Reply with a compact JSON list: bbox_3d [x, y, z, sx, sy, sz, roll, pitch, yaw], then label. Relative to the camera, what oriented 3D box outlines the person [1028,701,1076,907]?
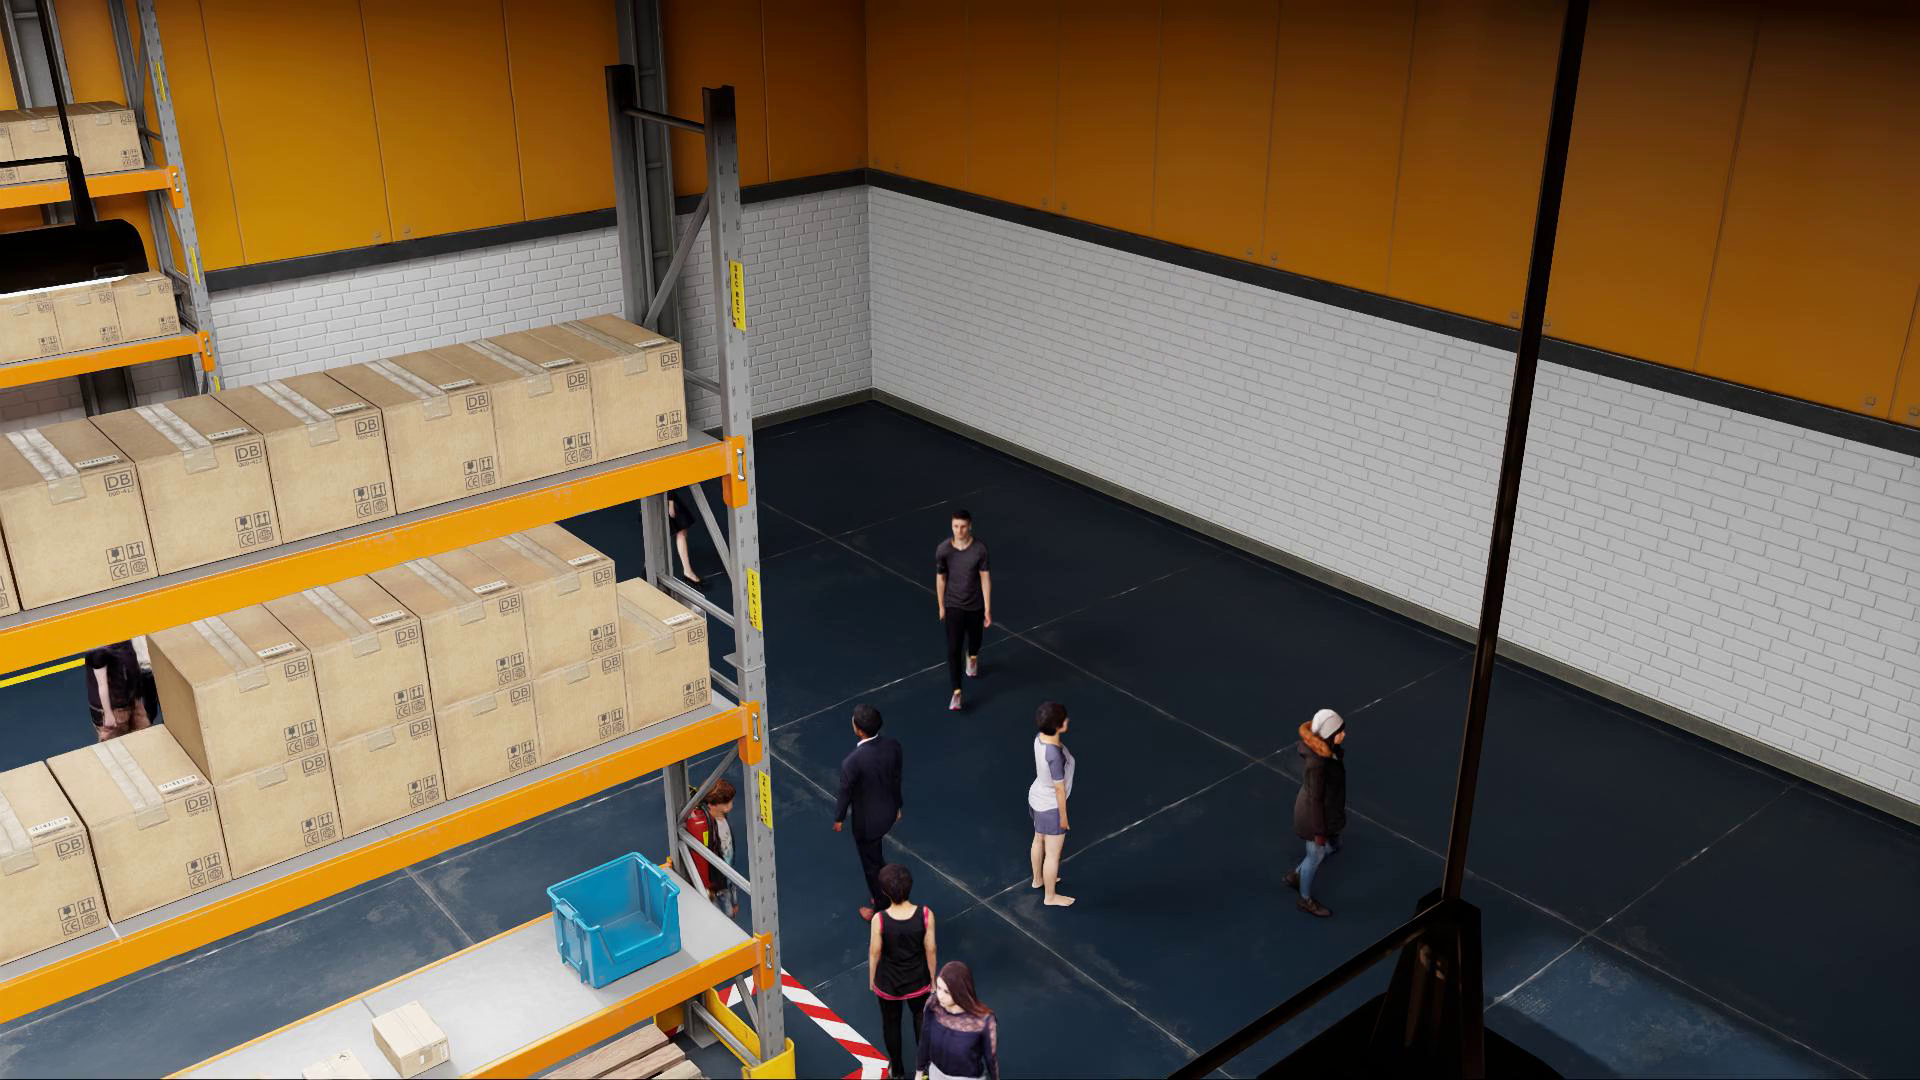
[{"bbox_3d":[0.637,1.829,11.695,0.634,1.566,0.634,-7,25,-16],"label":"person"}]

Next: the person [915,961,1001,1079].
[{"bbox_3d":[0.033,2.952,9.105,0.736,1.582,0.958,17,29,34],"label":"person"}]

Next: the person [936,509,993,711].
[{"bbox_3d":[0.061,0.534,14.451,1.153,1.730,1.171,0,24,0],"label":"person"}]

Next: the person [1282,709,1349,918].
[{"bbox_3d":[2.420,1.870,11.527,0.807,1.624,0.716,10,26,22],"label":"person"}]

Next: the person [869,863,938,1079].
[{"bbox_3d":[-0.327,2.644,9.870,0.663,1.535,0.729,-5,24,-11],"label":"person"}]

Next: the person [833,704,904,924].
[{"bbox_3d":[-0.535,1.929,11.288,0.731,1.709,0.572,21,31,39],"label":"person"}]
